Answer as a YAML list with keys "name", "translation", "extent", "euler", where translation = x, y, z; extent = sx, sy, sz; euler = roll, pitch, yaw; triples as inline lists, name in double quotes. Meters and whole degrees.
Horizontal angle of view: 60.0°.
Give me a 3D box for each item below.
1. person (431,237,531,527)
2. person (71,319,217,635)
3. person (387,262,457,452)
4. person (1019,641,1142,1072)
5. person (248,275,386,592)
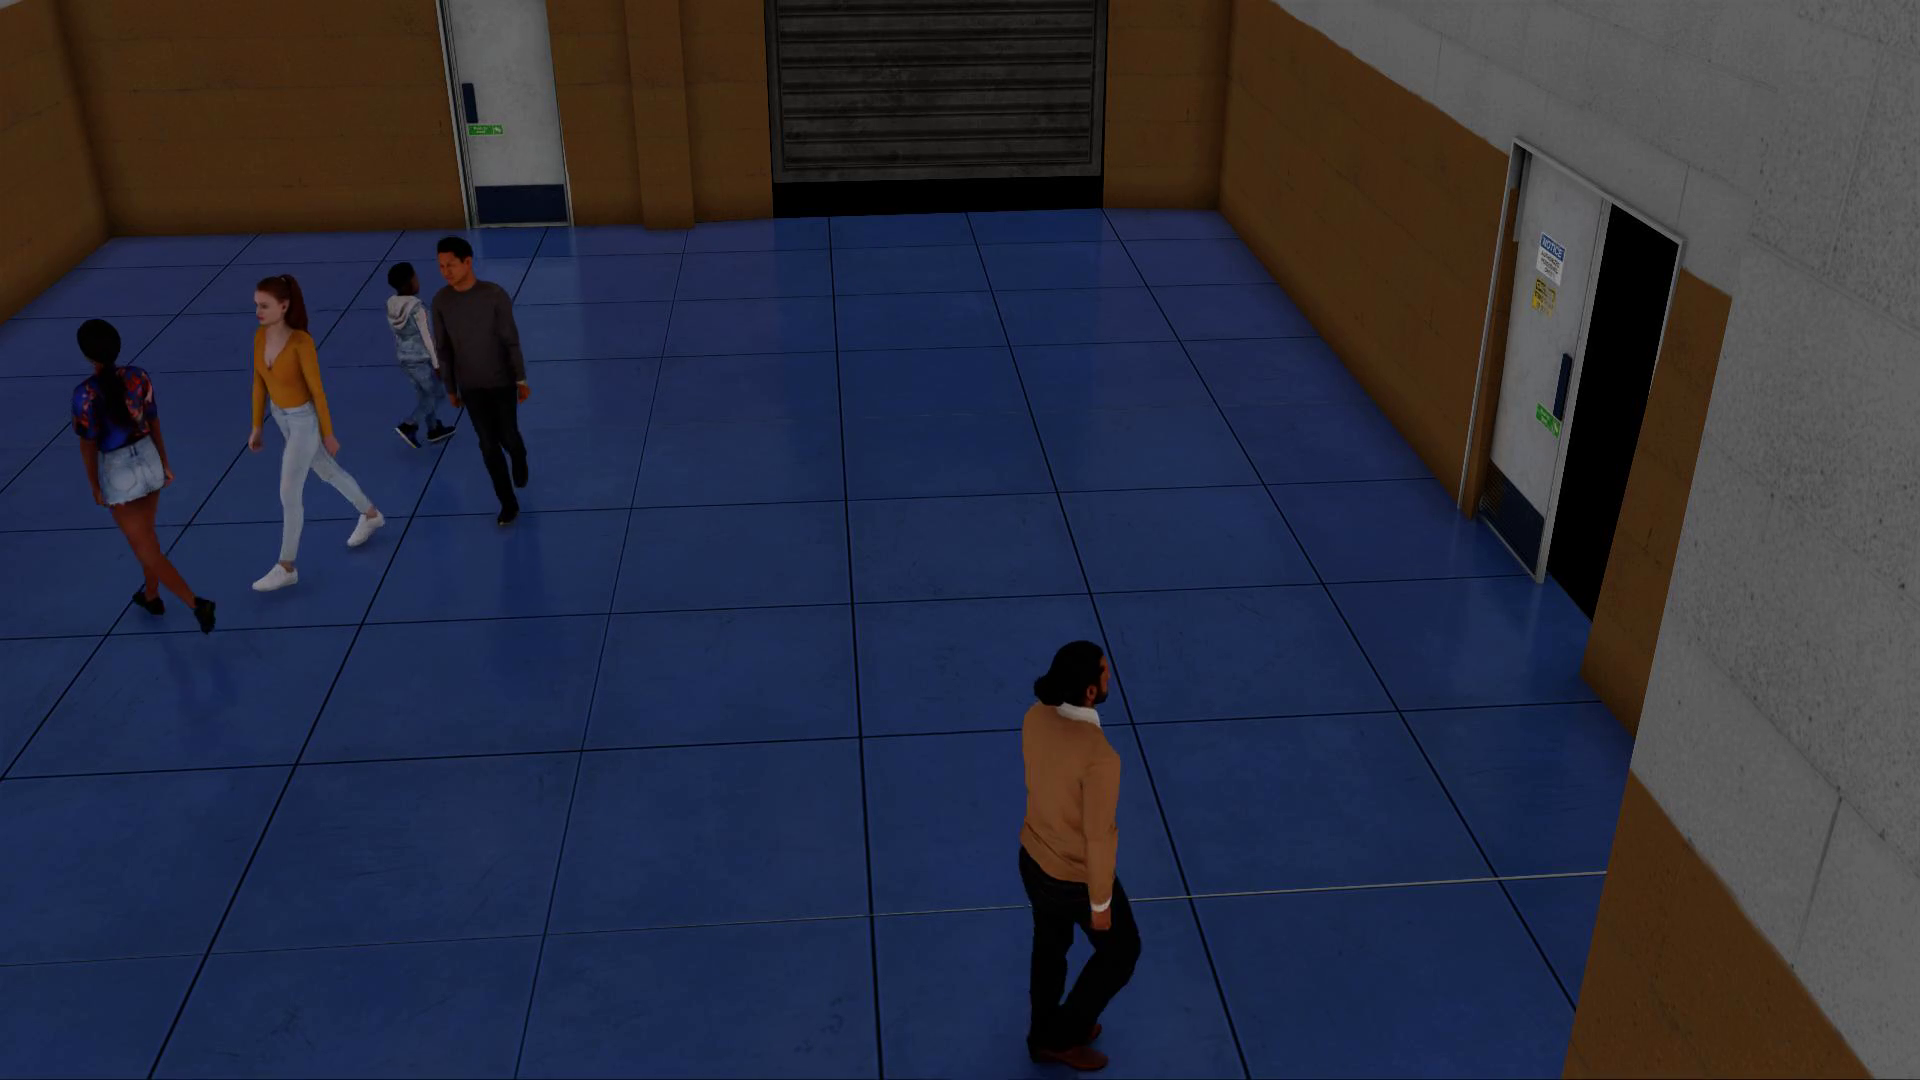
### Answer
- name: "person"
  translation: [-2.788, -0.968, 9.903]
  extent: [0.787, 1.747, 0.755]
  euler: [-17, 31, -30]
- name: "person"
  translation: [-4.208, -0.272, 8.566]
  extent: [1.156, 1.714, 1.027]
  euler: [17, 31, 29]
- name: "person"
  translation: [-3.579, -1.188, 10.881]
  extent: [0.730, 1.253, 0.783]
  euler: [20, 33, 33]
- name: "person"
  translation: [0.320, 1.152, 5.713]
  extent: [0.772, 1.747, 0.773]
  euler: [-15, 31, -27]
- name: "person"
  translation: [-3.622, -0.646, 9.317]
  extent: [1.166, 1.702, 1.135]
  euler: [16, 31, 28]
